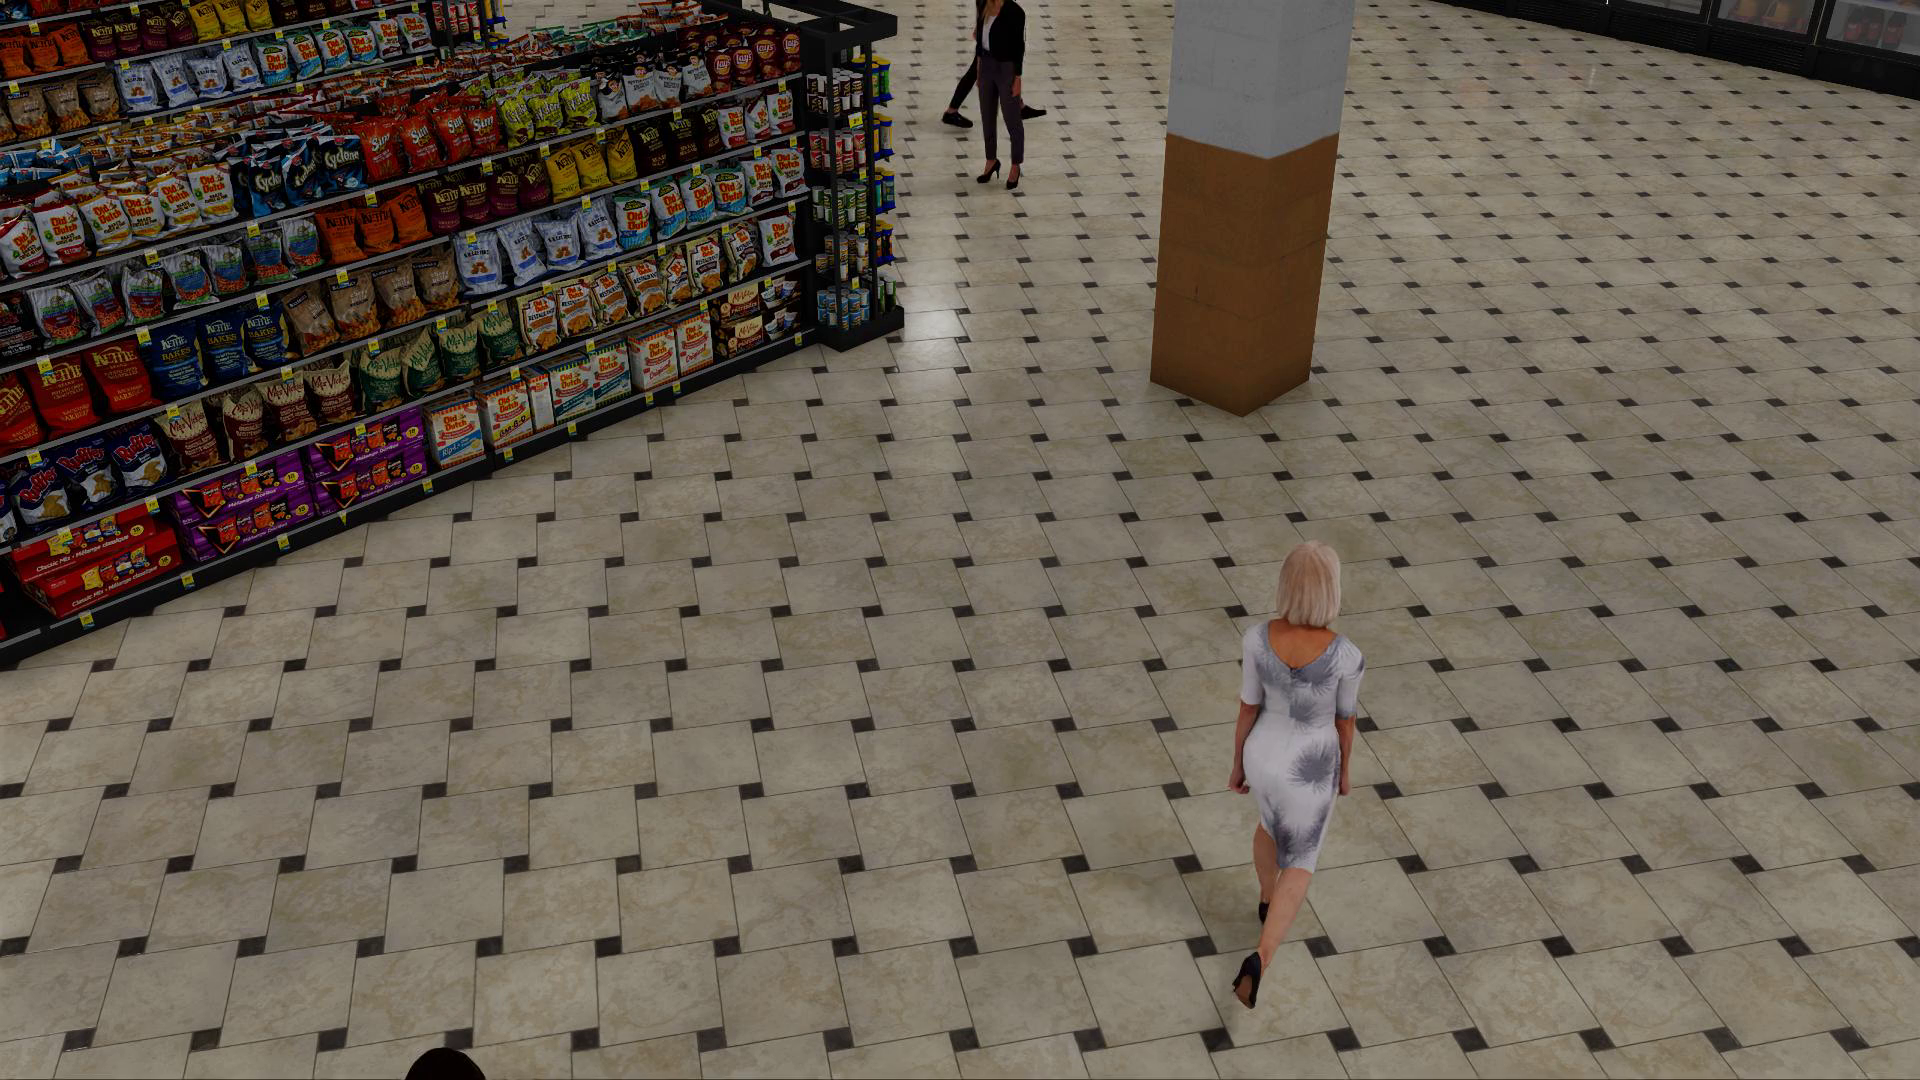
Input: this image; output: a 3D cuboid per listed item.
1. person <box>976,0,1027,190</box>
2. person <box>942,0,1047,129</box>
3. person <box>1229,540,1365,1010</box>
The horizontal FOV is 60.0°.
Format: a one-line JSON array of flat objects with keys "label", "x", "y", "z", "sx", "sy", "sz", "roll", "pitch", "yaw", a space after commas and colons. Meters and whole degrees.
[{"label": "person", "x": 0.322, "y": -3.532, "z": 12.715, "sx": 0.617, "sy": 1.670, "sz": 0.552, "roll": 22, "pitch": 38, "yaw": 31}, {"label": "person", "x": 0.182, "y": -4.230, "z": 13.839, "sx": 1.225, "sy": 1.670, "sz": 1.031, "roll": -6, "pitch": 32, "yaw": -10}, {"label": "person", "x": 1.110, "y": 0.829, "z": 5.653, "sx": 0.724, "sy": 1.726, "sz": 1.053, "roll": 17, "pitch": 36, "yaw": 26}]
